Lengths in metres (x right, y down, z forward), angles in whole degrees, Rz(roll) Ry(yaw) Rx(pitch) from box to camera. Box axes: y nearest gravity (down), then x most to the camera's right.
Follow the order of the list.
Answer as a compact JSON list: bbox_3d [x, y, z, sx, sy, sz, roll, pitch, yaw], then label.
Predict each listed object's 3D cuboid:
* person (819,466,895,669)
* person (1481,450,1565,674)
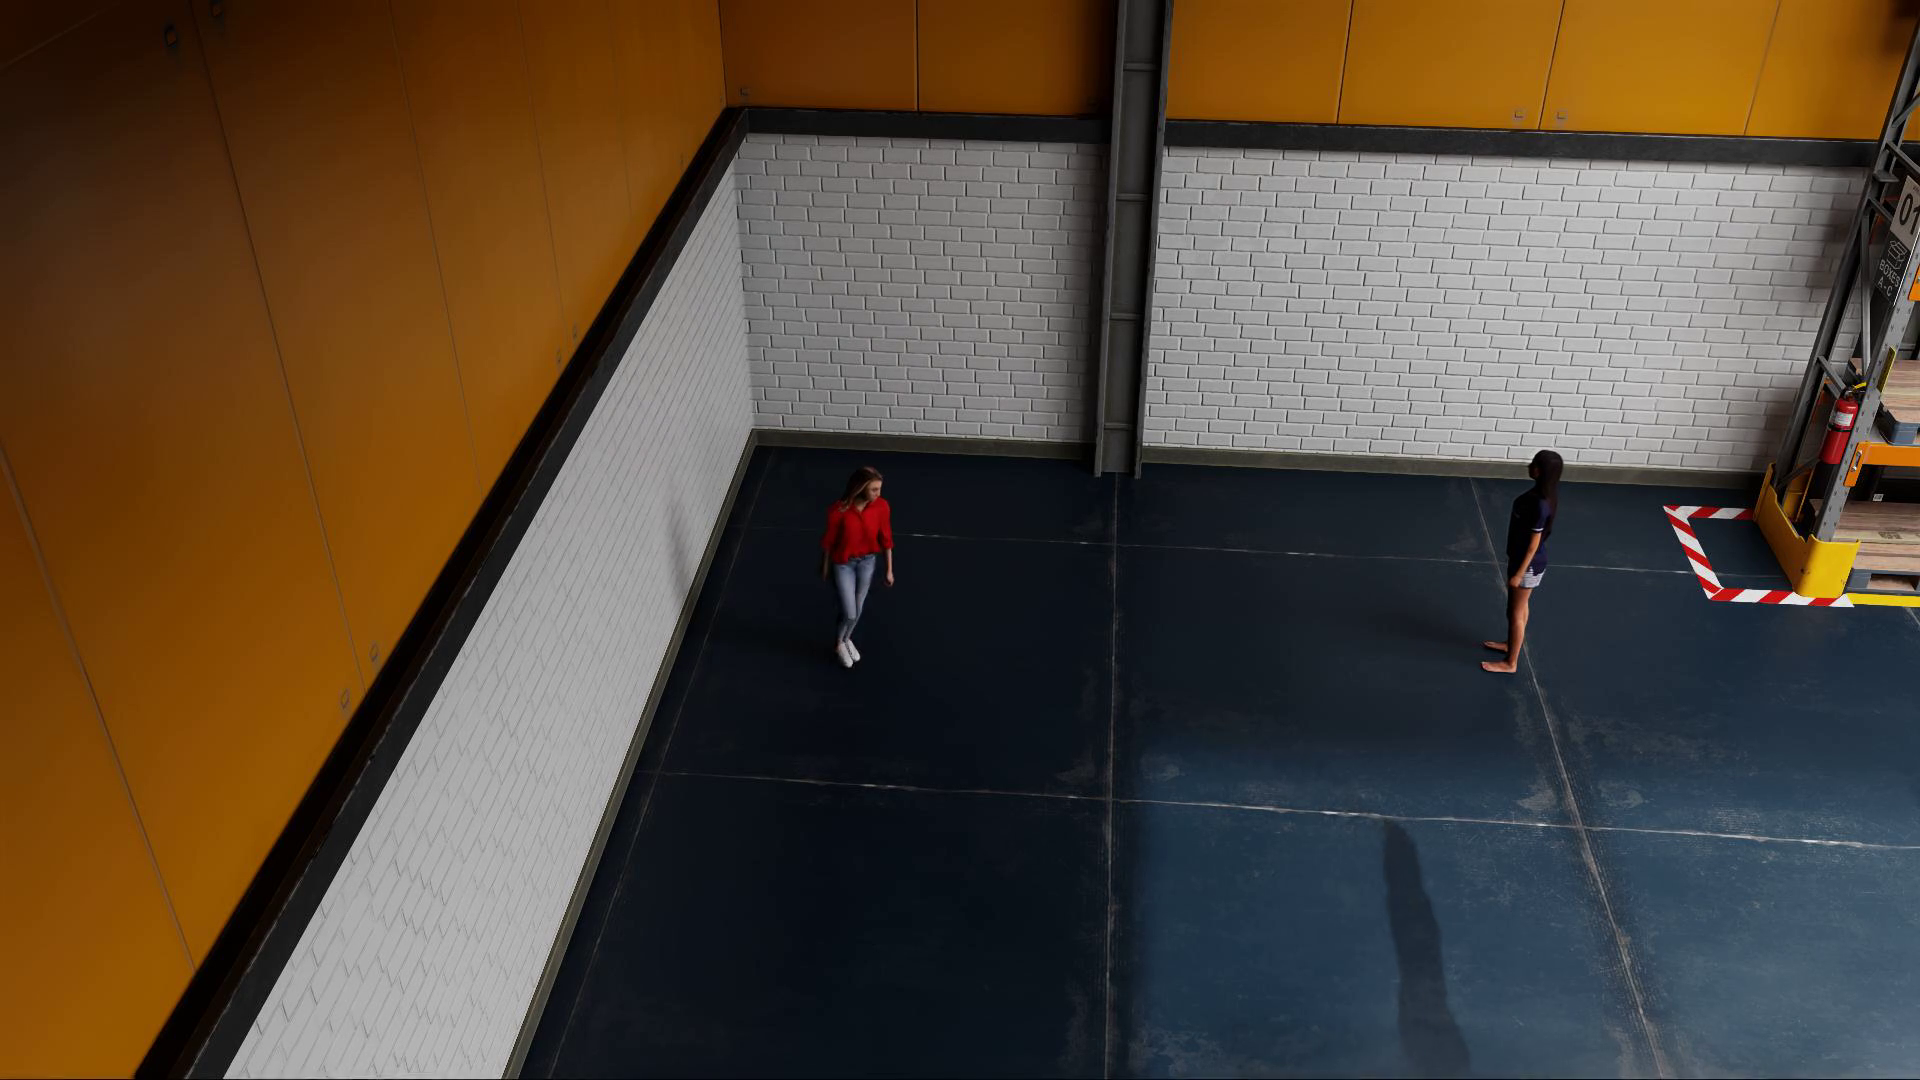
[{"bbox_3d":[-0.777,0.168,11.606,0.769,1.670,0.843,-8,35,-12],"label":"person"},{"bbox_3d":[3.935,0.150,11.547,0.612,1.767,0.627,13,36,19],"label":"person"}]
